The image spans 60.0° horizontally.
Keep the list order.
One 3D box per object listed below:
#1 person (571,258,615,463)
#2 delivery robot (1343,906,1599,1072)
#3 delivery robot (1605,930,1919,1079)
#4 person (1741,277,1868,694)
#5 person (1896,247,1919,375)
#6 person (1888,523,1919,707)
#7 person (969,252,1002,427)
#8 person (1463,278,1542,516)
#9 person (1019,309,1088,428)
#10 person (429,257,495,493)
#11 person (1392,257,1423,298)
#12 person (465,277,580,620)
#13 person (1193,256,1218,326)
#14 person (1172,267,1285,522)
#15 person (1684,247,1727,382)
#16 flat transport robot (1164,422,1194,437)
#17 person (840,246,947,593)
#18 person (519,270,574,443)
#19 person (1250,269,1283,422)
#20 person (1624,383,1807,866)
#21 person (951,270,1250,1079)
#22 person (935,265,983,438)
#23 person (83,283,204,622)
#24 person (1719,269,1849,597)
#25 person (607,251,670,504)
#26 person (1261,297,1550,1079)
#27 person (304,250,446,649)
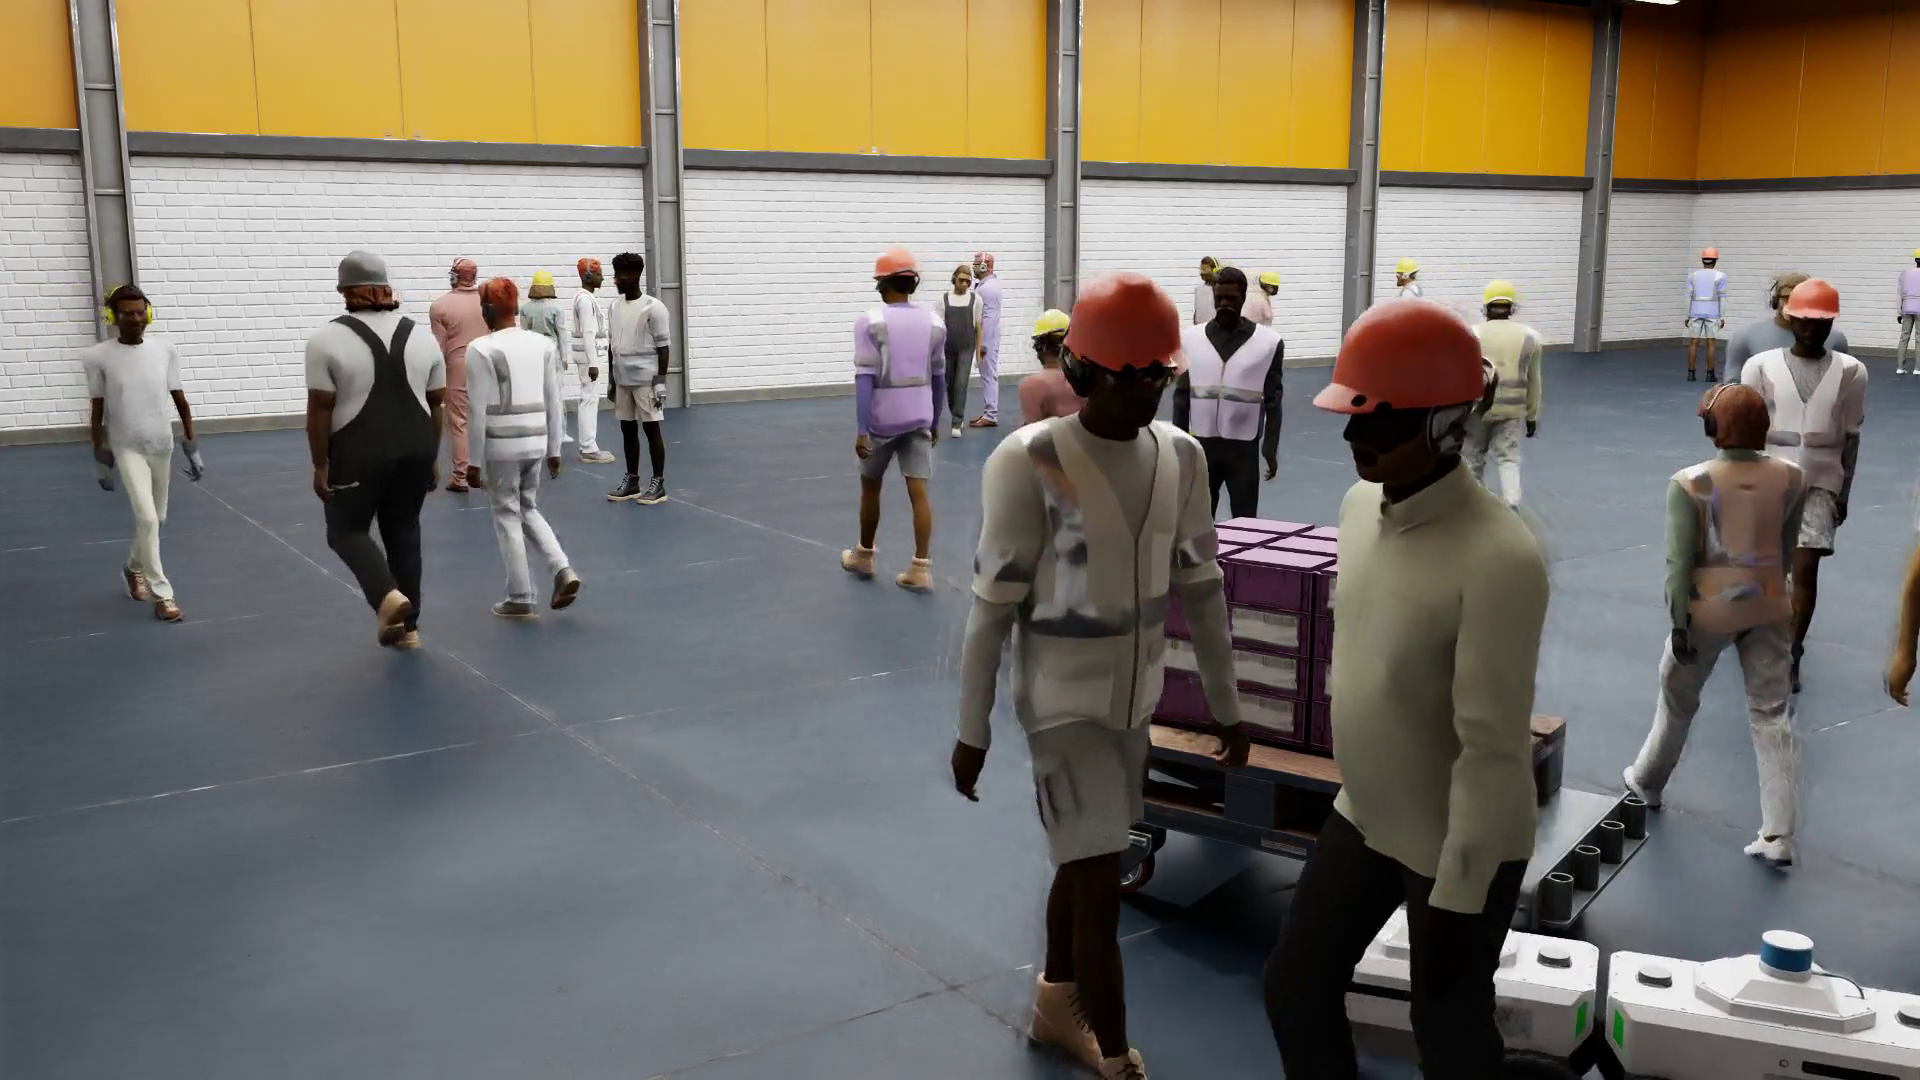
[{"bbox_3d":[-3.414,-1.656,15.380,0.342,1.883,0.587,-3,11,-15],"label":"person"},{"bbox_3d":[1.128,1.048,3.944,0.707,0.478,0.477,4,11,22],"label":"delivery robot"},{"bbox_3d":[1.798,1.102,3.650,0.707,0.478,0.477,4,11,22],"label":"delivery robot"},{"bbox_3d":[3.954,-0.294,7.908,0.558,1.904,0.950,4,11,21],"label":"person"},{"bbox_3d":[14.429,-3.449,25.082,0.361,1.930,0.589,-7,12,-34],"label":"person"},{"bbox_3d":[3.008,0.332,4.648,0.711,1.815,0.511,2,11,11],"label":"person"},{"bbox_3d":[0.258,-2.190,18.246,0.405,1.911,0.636,1,10,4],"label":"person"},{"bbox_3d":[3.686,-0.891,11.416,0.599,1.803,0.815,1,10,4],"label":"person"},{"bbox_3d":[0.479,-0.334,8.613,0.528,1.709,0.922,-9,14,-41],"label":"person"},{"bbox_3d":[-4.014,-1.345,13.602,0.641,1.913,0.407,-7,13,-35],"label":"person"},{"bbox_3d":[5.370,-2.481,20.053,0.403,1.830,0.605,4,11,20],"label":"person"},{"bbox_3d":[-2.378,-0.472,8.931,0.466,1.868,0.569,6,12,31],"label":"person"},{"bbox_3d":[2.830,-2.320,19.098,0.407,1.857,0.541,-8,13,-38],"label":"person"},{"bbox_3d":[1.455,-0.527,9.104,0.596,1.914,0.373,3,11,19],"label":"person"},{"bbox_3d":[10.721,-3.239,23.921,0.552,1.932,0.377,7,12,33],"label":"person"},{"bbox_3d":[2.063,-1.039,16.419,1.431,0.197,0.652,6,12,31],"label":"flat transport robot"},{"bbox_3d":[-0.423,-0.725,9.918,0.641,2.008,0.938,-6,12,-28],"label":"person"},{"bbox_3d":[-4.177,-1.841,16.783,0.485,1.744,0.294,2,11,10],"label":"person"},{"bbox_3d":[3.280,-2.178,18.683,0.652,1.733,0.530,5,12,27],"label":"person"},{"bbox_3d":[2.624,0.262,5.693,0.504,1.589,0.901,0,10,-1],"label":"person"},{"bbox_3d":[0.379,0.398,3.805,0.681,1.998,0.887,-8,13,-37],"label":"person"},{"bbox_3d":[-0.023,-2.008,17.577,0.536,1.801,0.960,1,10,5],"label":"person"},{"bbox_3d":[-4.539,-0.507,9.235,0.923,1.835,0.531,10,14,43],"label":"person"},{"bbox_3d":[4.698,-0.601,9.565,0.643,1.904,0.964,4,11,19],"label":"person"},{"bbox_3d":[-2.528,-1.259,12.982,0.612,1.962,0.363,7,12,33],"label":"person"},{"bbox_3d":[0.770,0.545,3.074,0.646,1.969,0.645,-3,11,-17],"label":"person"},{"bbox_3d":[-2.878,-0.434,8.251,0.714,2.000,0.675,-10,14,-44],"label":"person"}]
